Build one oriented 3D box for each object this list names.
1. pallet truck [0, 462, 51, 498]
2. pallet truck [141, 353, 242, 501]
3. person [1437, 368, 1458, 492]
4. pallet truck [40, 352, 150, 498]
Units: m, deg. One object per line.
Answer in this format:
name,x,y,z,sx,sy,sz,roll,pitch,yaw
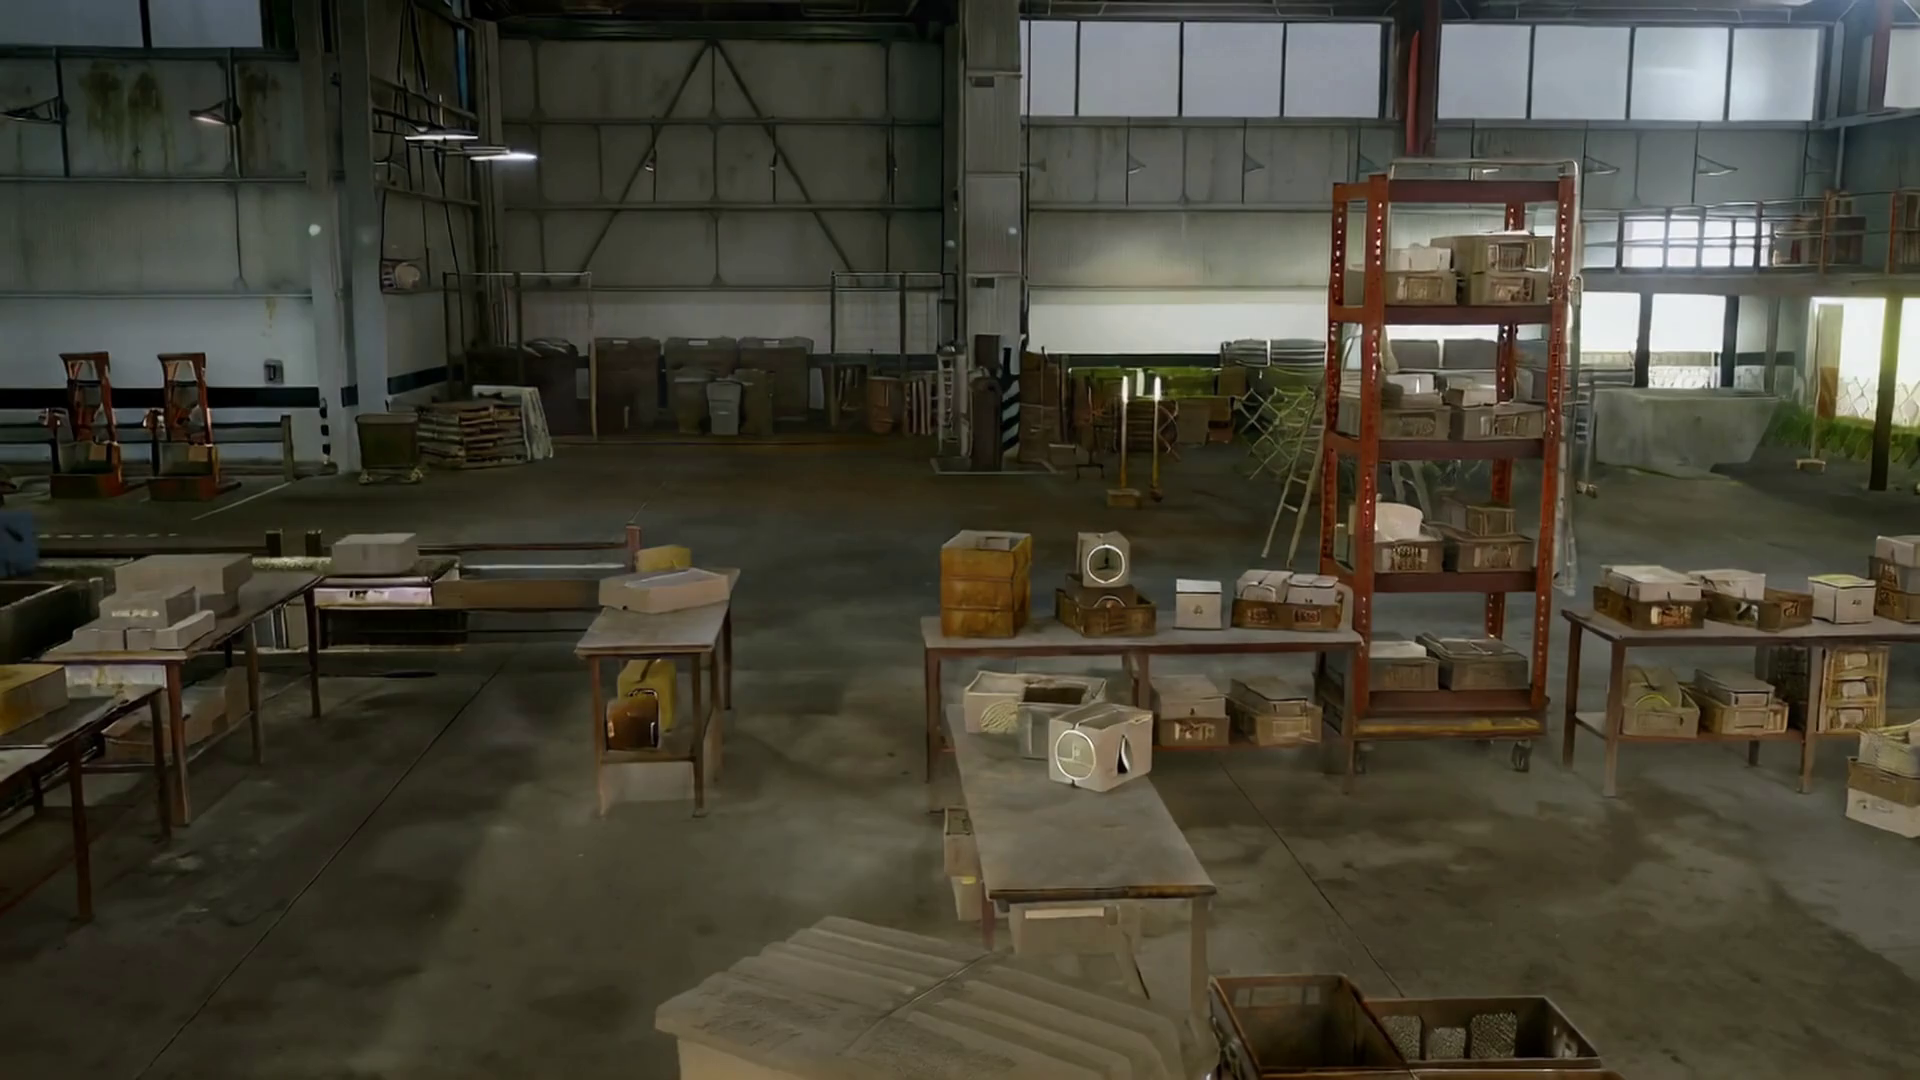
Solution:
pallet truck,-13.193,-1.293,23.148,0.653,1.274,1.630,-1,9,-4
pallet truck,-10.520,-1.604,22.925,0.823,1.965,1.885,-1,9,-6
person,6.861,-1.549,23.373,0.318,1.742,0.492,3,10,20
pallet truck,-11.907,-1.642,23.165,0.823,1.965,1.885,0,9,0
